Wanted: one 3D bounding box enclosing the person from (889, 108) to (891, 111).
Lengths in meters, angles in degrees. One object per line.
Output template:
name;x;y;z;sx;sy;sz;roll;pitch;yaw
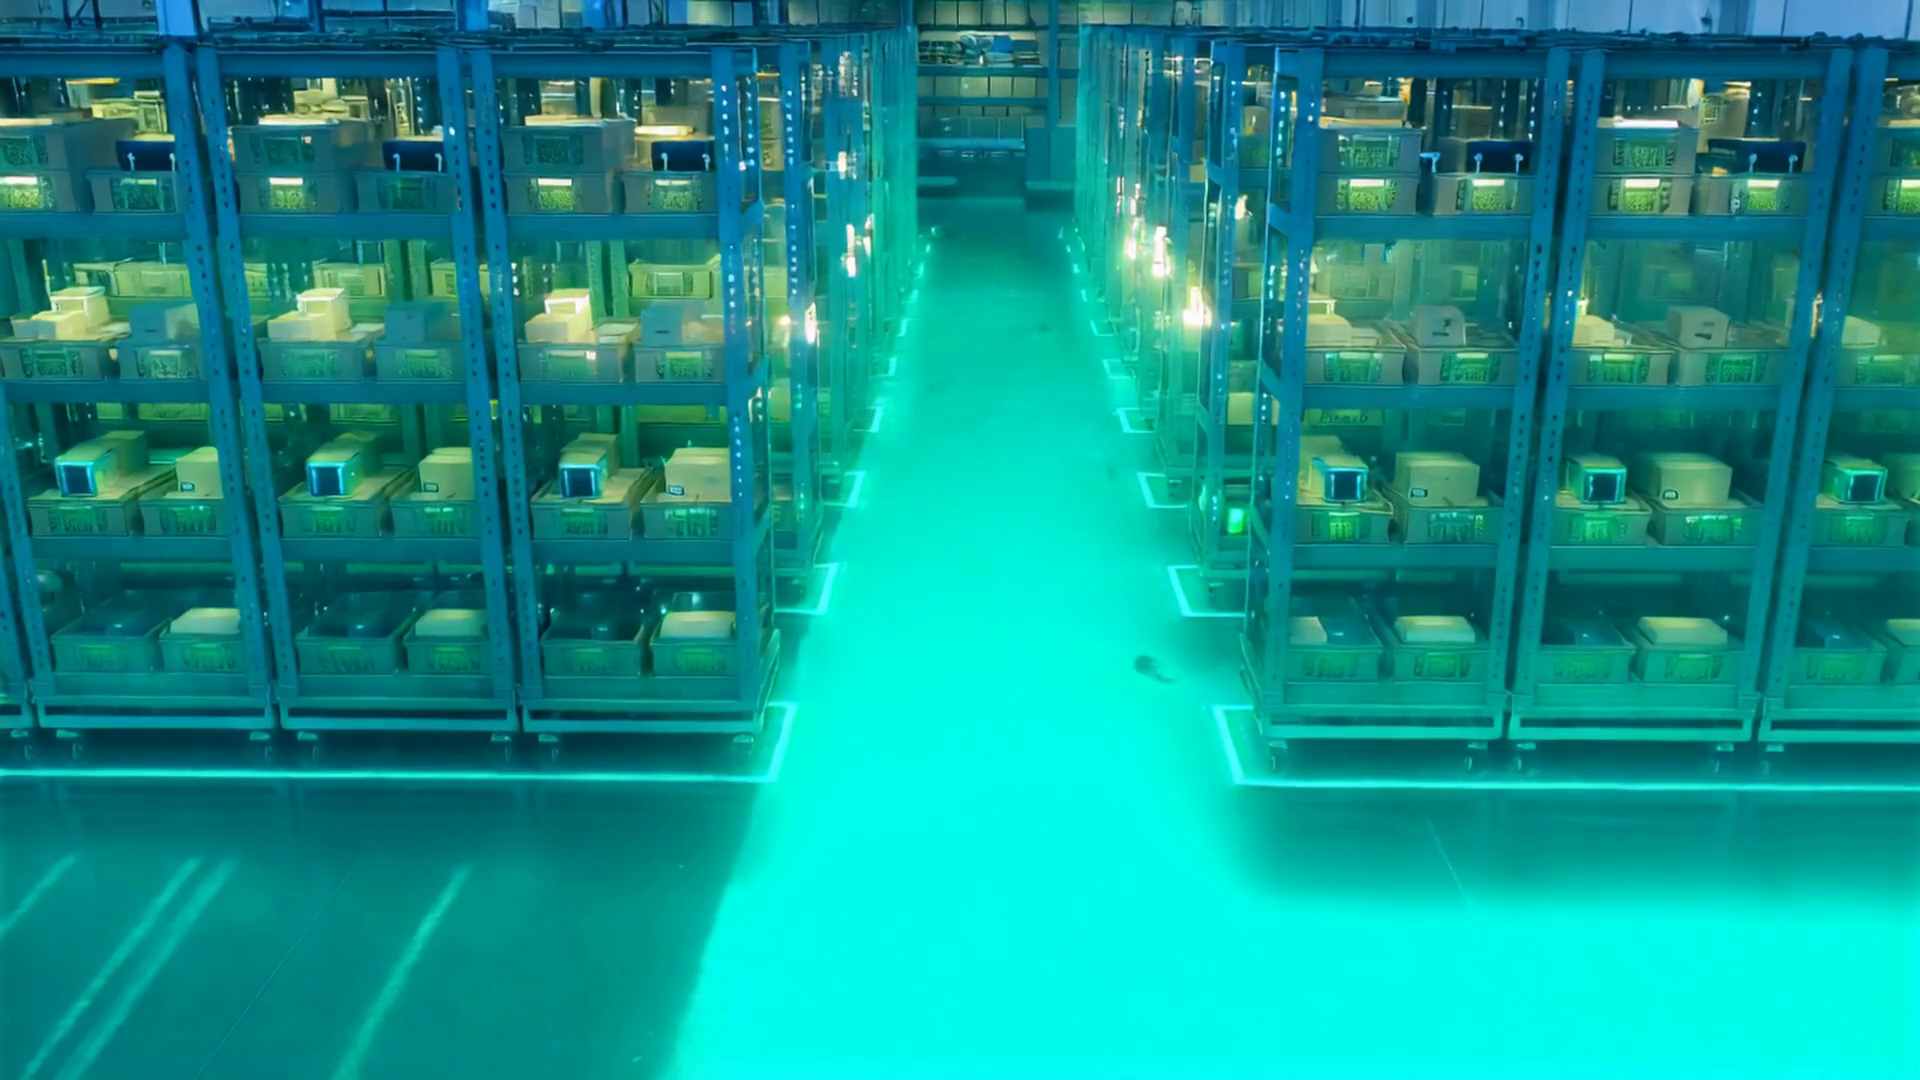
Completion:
person;-1.899;-10.998;44.323;0.985;1.883;0.549;0;17;0

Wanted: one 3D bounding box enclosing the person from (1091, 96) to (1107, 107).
person;3.530;-10.511;42.675;0.656;1.947;0.628;13;22;36

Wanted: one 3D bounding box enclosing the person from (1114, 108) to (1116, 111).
person;4.163;-11.135;44.959;0.312;1.768;0.522;1;17;3
